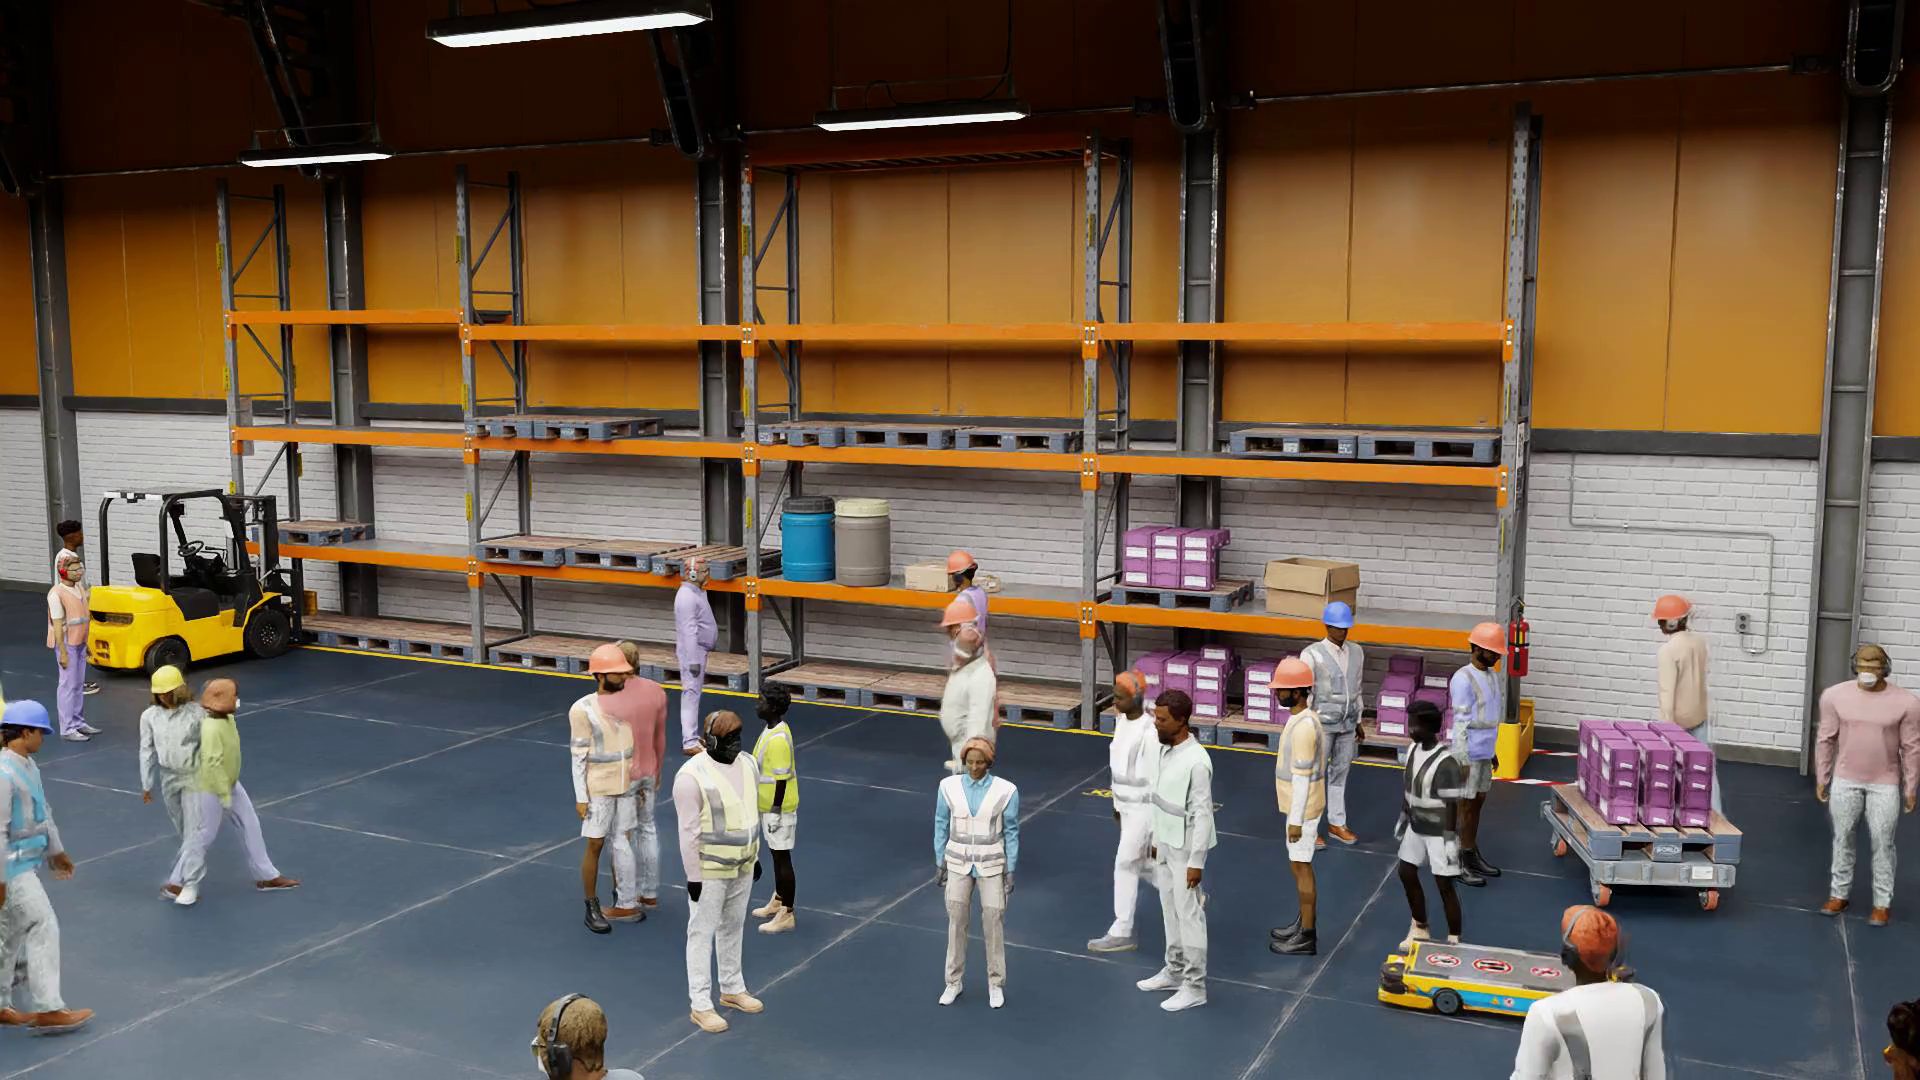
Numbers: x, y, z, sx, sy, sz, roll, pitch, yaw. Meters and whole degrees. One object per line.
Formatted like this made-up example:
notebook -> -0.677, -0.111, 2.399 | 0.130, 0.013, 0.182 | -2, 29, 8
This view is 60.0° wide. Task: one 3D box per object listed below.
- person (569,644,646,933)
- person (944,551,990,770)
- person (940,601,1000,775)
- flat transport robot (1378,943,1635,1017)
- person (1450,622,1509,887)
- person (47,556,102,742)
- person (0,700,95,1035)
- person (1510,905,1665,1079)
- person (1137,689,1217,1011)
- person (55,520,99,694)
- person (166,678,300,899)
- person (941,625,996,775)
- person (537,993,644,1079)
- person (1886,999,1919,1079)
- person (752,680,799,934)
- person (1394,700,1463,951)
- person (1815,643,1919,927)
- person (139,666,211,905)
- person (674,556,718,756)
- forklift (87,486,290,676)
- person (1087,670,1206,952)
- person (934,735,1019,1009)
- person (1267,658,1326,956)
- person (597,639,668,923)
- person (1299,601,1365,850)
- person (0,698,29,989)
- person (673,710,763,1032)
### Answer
person -> -2.357, 1.661, 11.241 | 0.352, 1.939, 0.552 | 6, 9, 41
person -> 0.040, 1.114, 15.383 | 0.392, 2.034, 0.605 | 3, 7, 21
person -> 0.086, 1.446, 12.880 | 0.449, 1.972, 0.670 | -3, 8, -23
flat transport robot -> 3.269, 2.646, 9.941 | 1.431, 0.197, 0.652 | 2, 7, 20
person -> 3.808, 1.552, 12.196 | 0.370, 1.928, 0.543 | 6, 9, 40
person -> -8.830, 1.069, 16.517 | 0.390, 1.846, 0.564 | -1, 7, -6
person -> -5.350, 1.883, 9.626 | 0.754, 1.895, 0.632 | -3, 7, -20
person -> 2.355, 2.297, 6.421 | 0.606, 1.829, 0.970 | -2, 7, -19
person -> 1.321, 1.830, 9.946 | 0.372, 1.914, 0.597 | -2, 7, -17
person -> -9.954, 0.747, 18.690 | 0.367, 1.966, 0.607 | -4, 8, -32
person -> -5.241, 1.766, 11.840 | 0.858, 1.585, 0.512 | 0, 7, -4
person -> 0.072, 1.551, 12.445 | 0.428, 1.879, 0.739 | -1, 7, -8
person -> -1.182, 2.389, 5.300 | 0.382, 1.928, 0.635 | 2, 7, 16
person -> 3.064, 2.402, 5.281 | 0.606, 1.918, 1.024 | -1, 7, -7
person -> -1.249, 1.784, 11.211 | 0.318, 1.700, 0.535 | -2, 7, -13
person -> 3.021, 1.861, 10.695 | 0.424, 1.667, 0.542 | -2, 7, -15
person -> 6.193, 1.653, 11.366 | 0.636, 1.933, 0.369 | 5, 9, 38
person -> -5.549, 1.718, 11.837 | 0.527, 1.682, 0.890 | 0, 7, -2
person -> -2.526, 1.105, 15.971 | 0.405, 1.911, 0.636 | -1, 7, -7
forklift -> -9.426, 0.454, 20.179 | 1.214, 2.155, 2.313 | 3, 8, 26
person -> 1.242, 1.746, 10.875 | 0.785, 1.863, 0.609 | -2, 7, -15
person -> 0.097, 1.970, 9.937 | 0.511, 1.638, 0.307 | 1, 7, 10
person -> 2.173, 1.723, 10.807 | 0.388, 1.929, 0.539 | 1, 7, 7
person -> -2.280, 1.644, 11.428 | 0.414, 1.933, 0.675 | 5, 8, 36
person -> 2.923, 1.439, 13.043 | 0.617, 1.946, 0.397 | -3, 8, -27
person -> -5.933, 1.852, 10.179 | 0.403, 1.817, 0.602 | -3, 8, -26
person -> -1.375, 1.897, 9.700 | 0.430, 1.845, 0.623 | 5, 8, 35
